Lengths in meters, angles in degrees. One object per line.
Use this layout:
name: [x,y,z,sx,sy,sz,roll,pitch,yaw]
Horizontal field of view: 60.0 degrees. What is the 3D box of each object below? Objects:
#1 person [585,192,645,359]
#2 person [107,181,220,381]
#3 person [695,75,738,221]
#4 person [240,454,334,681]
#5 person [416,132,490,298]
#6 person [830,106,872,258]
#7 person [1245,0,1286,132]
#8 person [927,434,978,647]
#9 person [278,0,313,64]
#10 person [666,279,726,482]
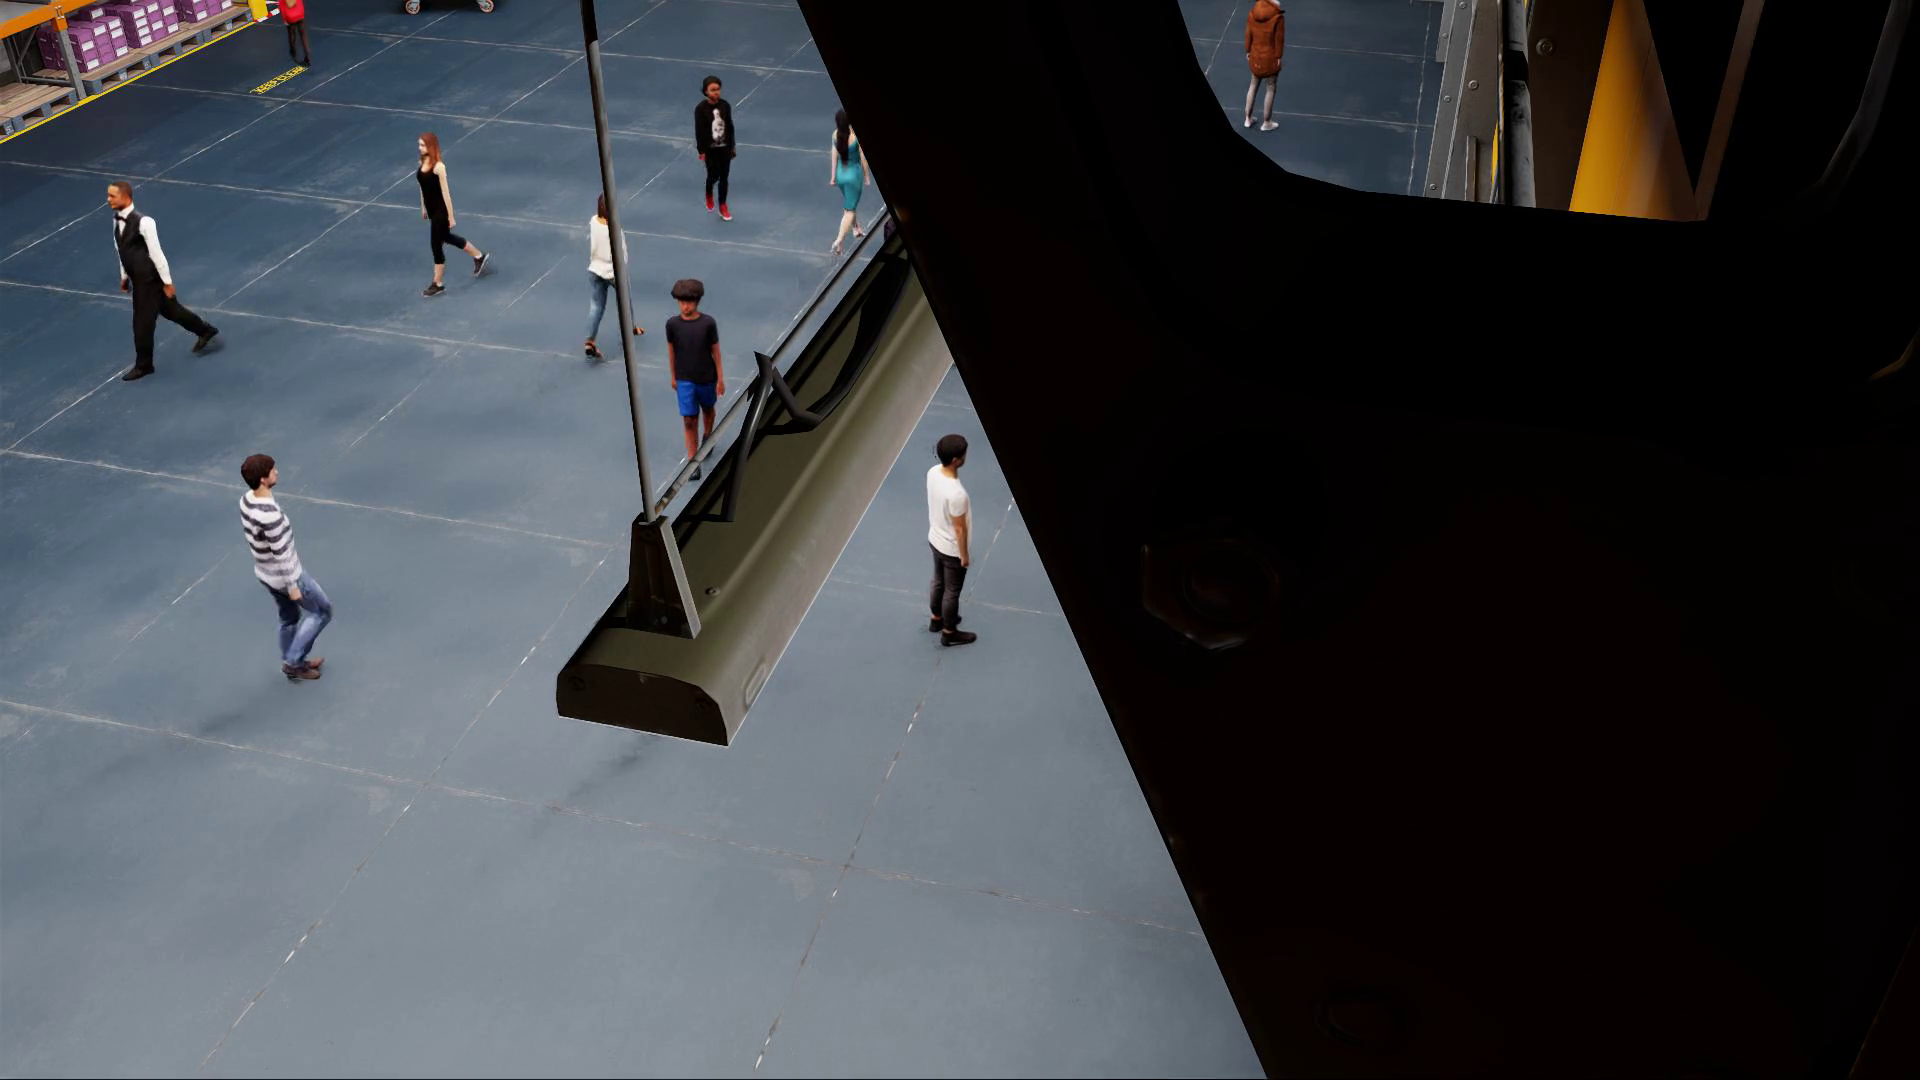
person: [-3.466,-2.536,16.091,0.816,1.632,1.140,18,38,25]
person: [-7.665,-2.535,15.869,1.060,1.876,1.393,24,40,31]
person: [-2.813,-4.506,19.028,0.787,1.662,0.849,-17,37,-23]
person: [-4.860,0.268,11.688,0.861,1.836,0.819,-26,41,-33]
person: [-5.378,-3.445,17.400,1.177,1.697,0.950,-28,43,-35]
person: [-1.236,-3.868,18.078,0.704,1.651,1.082,15,36,21]
person: [3.932,-6.220,21.449,0.835,1.837,0.860,27,42,34]
person: [-0.085,-0.015,12.218,0.760,1.720,0.679,-15,36,-21]
person: [-9.523,-7.478,23.865,0.832,1.257,0.891,-18,38,-25]
person: [-2.257,-1.443,14.346,0.872,1.744,1.203,-2,34,-3]
